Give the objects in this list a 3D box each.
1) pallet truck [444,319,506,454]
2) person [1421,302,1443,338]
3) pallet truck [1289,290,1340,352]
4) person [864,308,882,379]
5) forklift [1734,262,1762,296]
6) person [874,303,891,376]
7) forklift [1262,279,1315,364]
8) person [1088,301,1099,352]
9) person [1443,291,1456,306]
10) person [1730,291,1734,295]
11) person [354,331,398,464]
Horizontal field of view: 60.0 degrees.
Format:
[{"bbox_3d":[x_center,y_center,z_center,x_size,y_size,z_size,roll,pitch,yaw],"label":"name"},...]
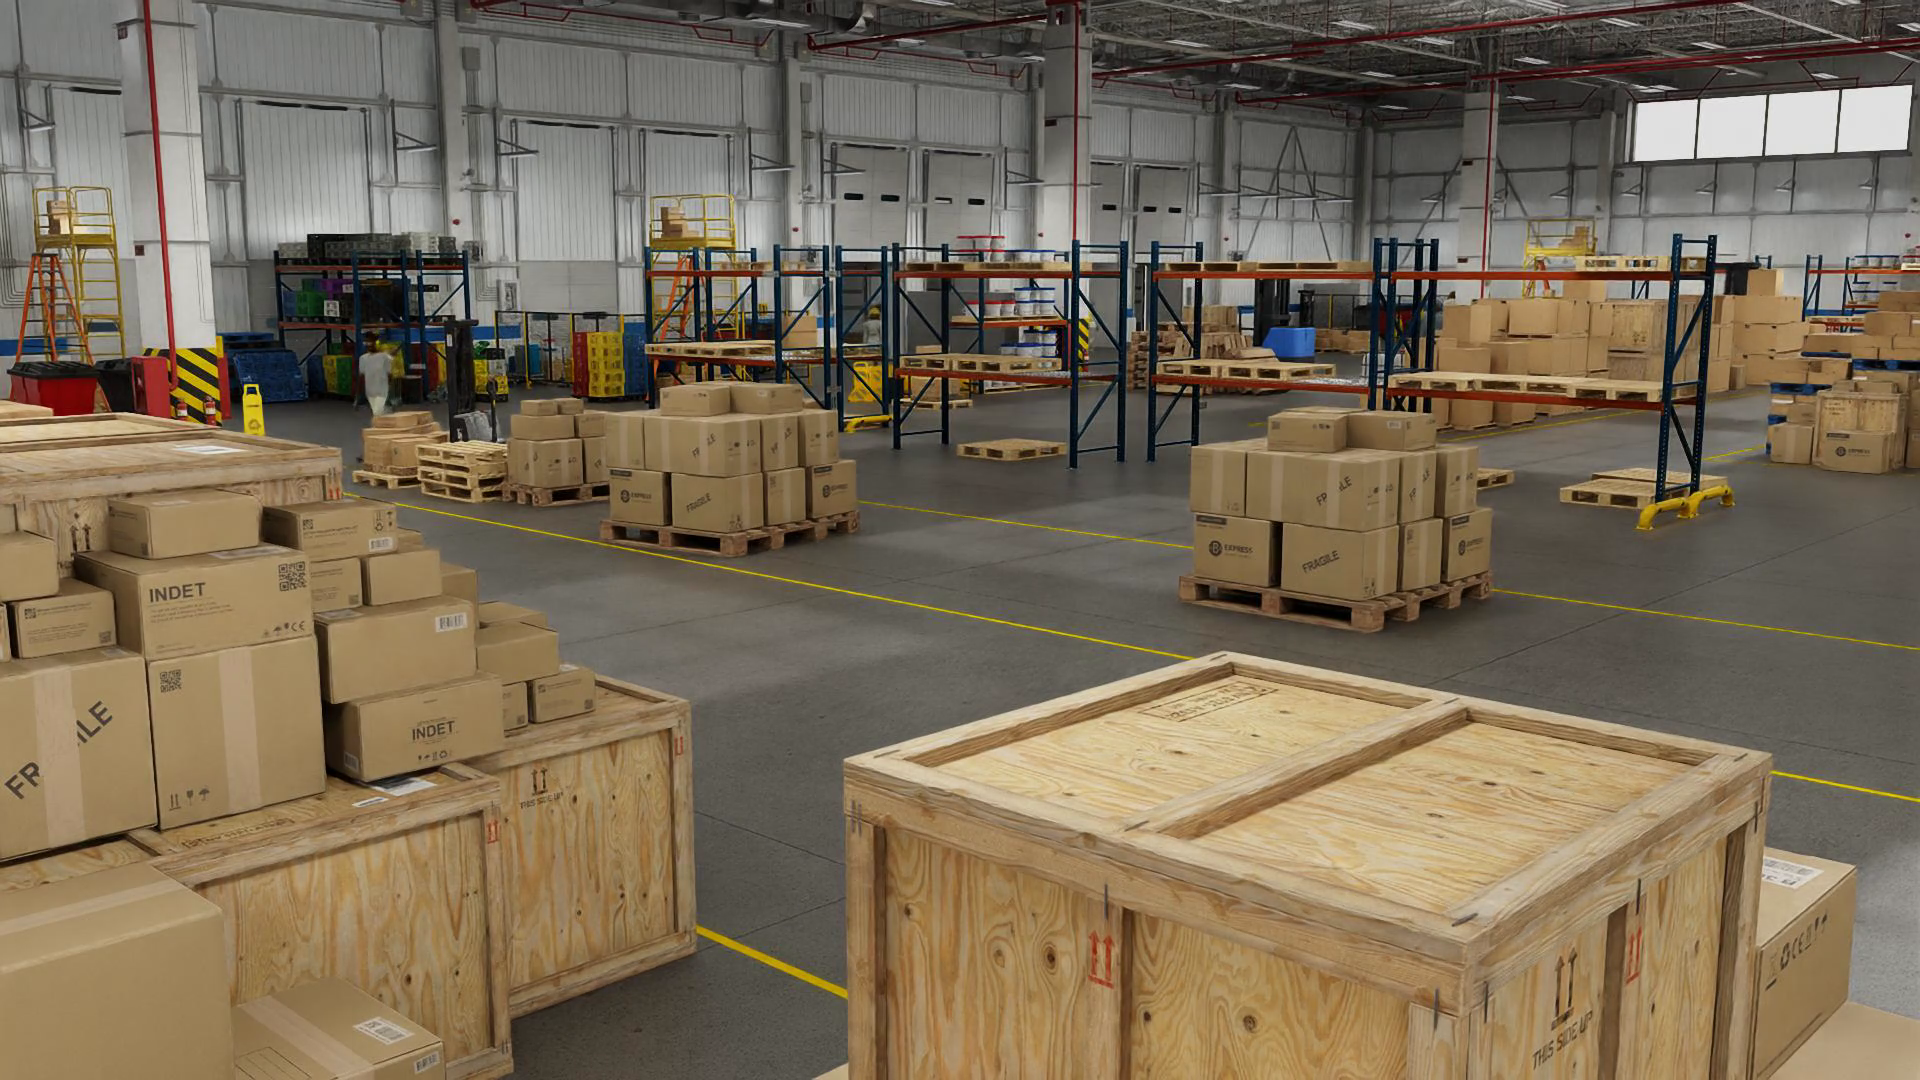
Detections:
[{"bbox_3d":[-6.981,-1.942,22.150,1.885,1.965,0.823,1,9,9],"label":"pallet truck"},{"bbox_3d":[11.012,-4.561,38.578,0.642,1.893,1.042,5,11,28],"label":"person"},{"bbox_3d":[11.297,-6.951,52.861,1.885,1.965,0.823,-5,11,-29],"label":"pallet truck"},{"bbox_3d":[-2.058,-4.728,40.107,0.499,1.718,0.793,1,9,4],"label":"person"},{"bbox_3d":[20.933,-6.000,44.334,1.873,2.768,1.129,9,13,43],"label":"forklift"},{"bbox_3d":[-1.937,-4.963,41.197,0.517,1.823,0.566,5,10,27],"label":"person"},{"bbox_3d":[8.555,-6.090,44.881,1.873,2.768,1.129,9,13,43],"label":"forklift"},{"bbox_3d":[4.173,-6.791,53.035,0.518,1.623,0.491,7,11,36],"label":"person"},{"bbox_3d":[16.030,-7.139,54.195,0.631,1.940,0.372,9,13,43],"label":"person"},{"bbox_3d":[25.329,-7.212,54.646,0.375,1.939,0.546,-4,10,-22],"label":"person"},{"bbox_3d":[-8.042,-1.957,22.804,0.534,1.811,1.008,3,10,19],"label":"person"}]
